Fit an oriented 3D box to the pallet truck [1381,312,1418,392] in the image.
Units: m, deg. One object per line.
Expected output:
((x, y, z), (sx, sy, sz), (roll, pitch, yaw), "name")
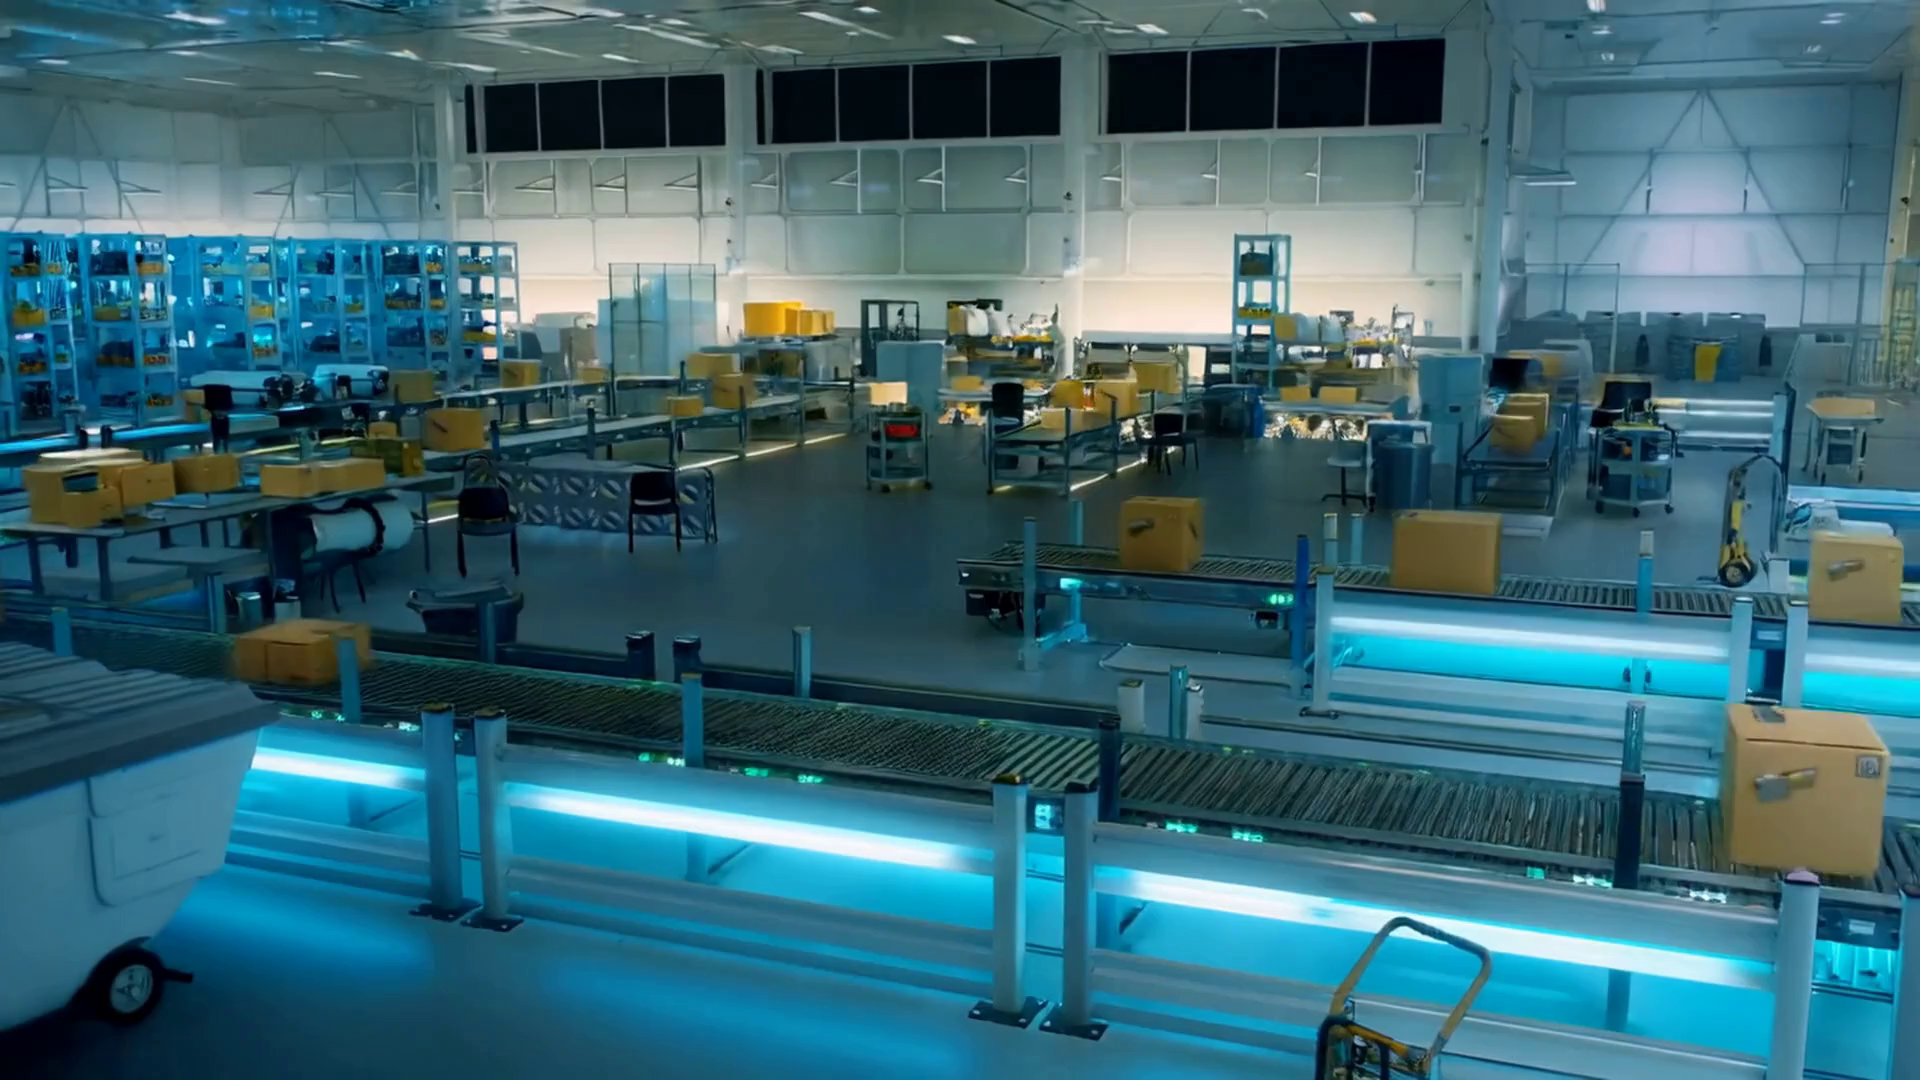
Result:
((10.207, -4.283, 38.369), (0.823, 1.965, 1.885), (3, 10, 20), "pallet truck")

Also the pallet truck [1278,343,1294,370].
((7.886, -4.163, 39.743), (0.653, 1.274, 1.630), (4, 10, 22), "pallet truck")

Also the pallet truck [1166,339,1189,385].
((5.418, -4.269, 40.420), (0.704, 1.261, 1.522), (3, 10, 20), "pallet truck")

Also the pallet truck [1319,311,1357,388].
((9.071, -4.419, 39.190), (0.823, 1.965, 1.885), (5, 10, 26), "pallet truck")

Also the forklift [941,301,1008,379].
((0.365, -4.966, 41.571), (1.157, 1.987, 2.680), (3, 10, 20), "forklift")

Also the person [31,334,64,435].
((-16.413, -2.786, 29.840), (0.447, 1.823, 0.596), (-6, 11, -33), "person")

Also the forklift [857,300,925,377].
((-1.732, -5.109, 42.468), (1.157, 1.987, 2.680), (4, 10, 22), "forklift")

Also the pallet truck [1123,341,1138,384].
((4.445, -4.380, 41.279), (0.680, 1.201, 1.601), (4, 10, 22), "pallet truck")

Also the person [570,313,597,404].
((-8.278, -3.992, 36.608), (0.617, 1.993, 0.396), (-8, 12, -39), "person")
